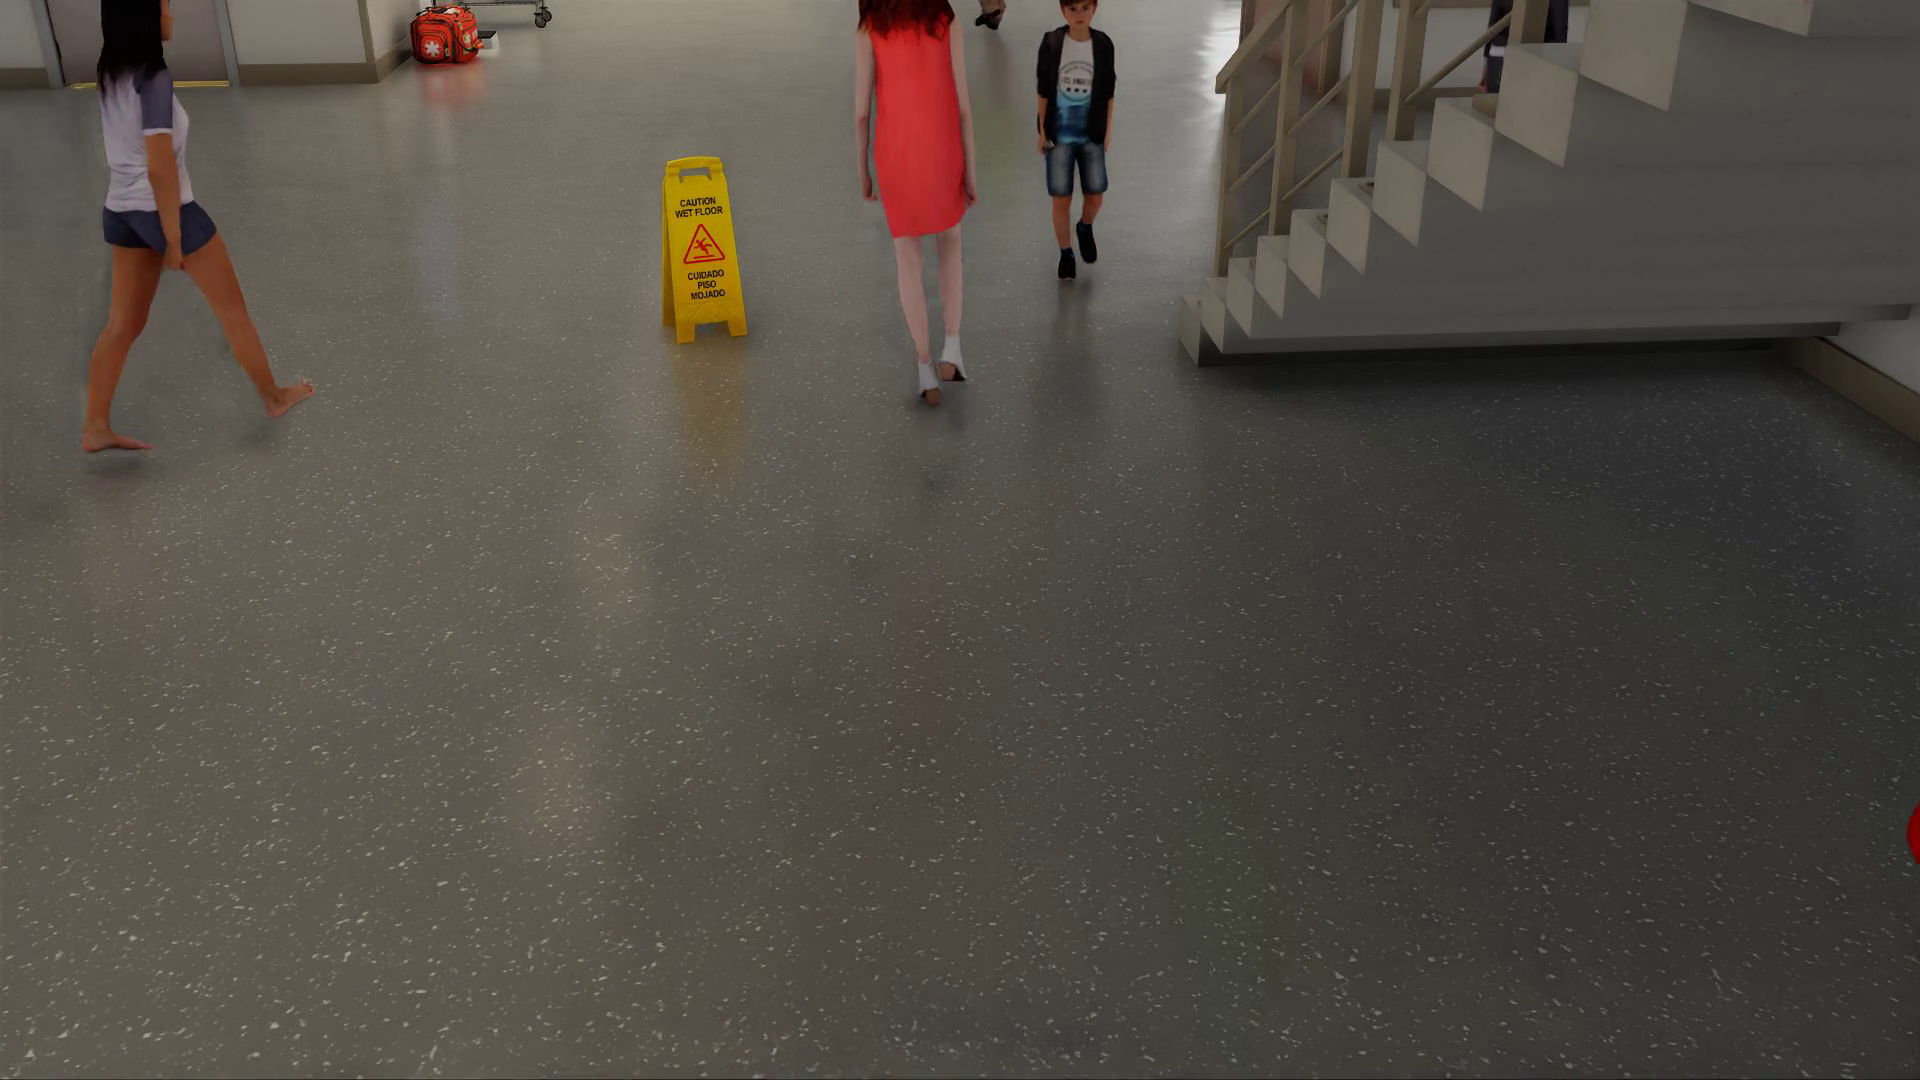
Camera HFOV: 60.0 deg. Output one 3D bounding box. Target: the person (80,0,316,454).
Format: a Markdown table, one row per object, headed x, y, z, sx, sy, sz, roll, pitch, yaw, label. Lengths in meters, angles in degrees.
| x | y | z | sx | sy | sz | roll | pitch | yaw | label |
| --- | --- | --- | --- | --- | --- | --- | --- | --- | --- |
| -2.945 | -1.102 | 5.950 | 1.056 | 1.681 | 1.161 | 20 | 32 | 35 | person |

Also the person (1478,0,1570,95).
| x | y | z | sx | sy | sz | roll | pitch | yaw | label |
| --- | --- | --- | --- | --- | --- | --- | --- | --- | --- |
| 2.822 | -2.305 | 8.361 | 0.932 | 1.753 | 0.779 | -12 | 28 | -24 | person |

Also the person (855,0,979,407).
| x | y | z | sx | sy | sz | roll | pitch | yaw | label |
| --- | --- | --- | --- | --- | --- | --- | --- | --- | --- |
| -0.160 | -1.359 | 6.336 | 0.610 | 1.808 | 0.578 | -1 | 26 | -2 | person |

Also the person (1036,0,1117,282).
| x | y | z | sx | sy | sz | roll | pitch | yaw | label |
| --- | --- | --- | --- | --- | --- | --- | --- | --- | --- |
| 0.552 | -1.993 | 8.083 | 0.562 | 1.434 | 0.662 | 0 | 26 | 0 | person |
